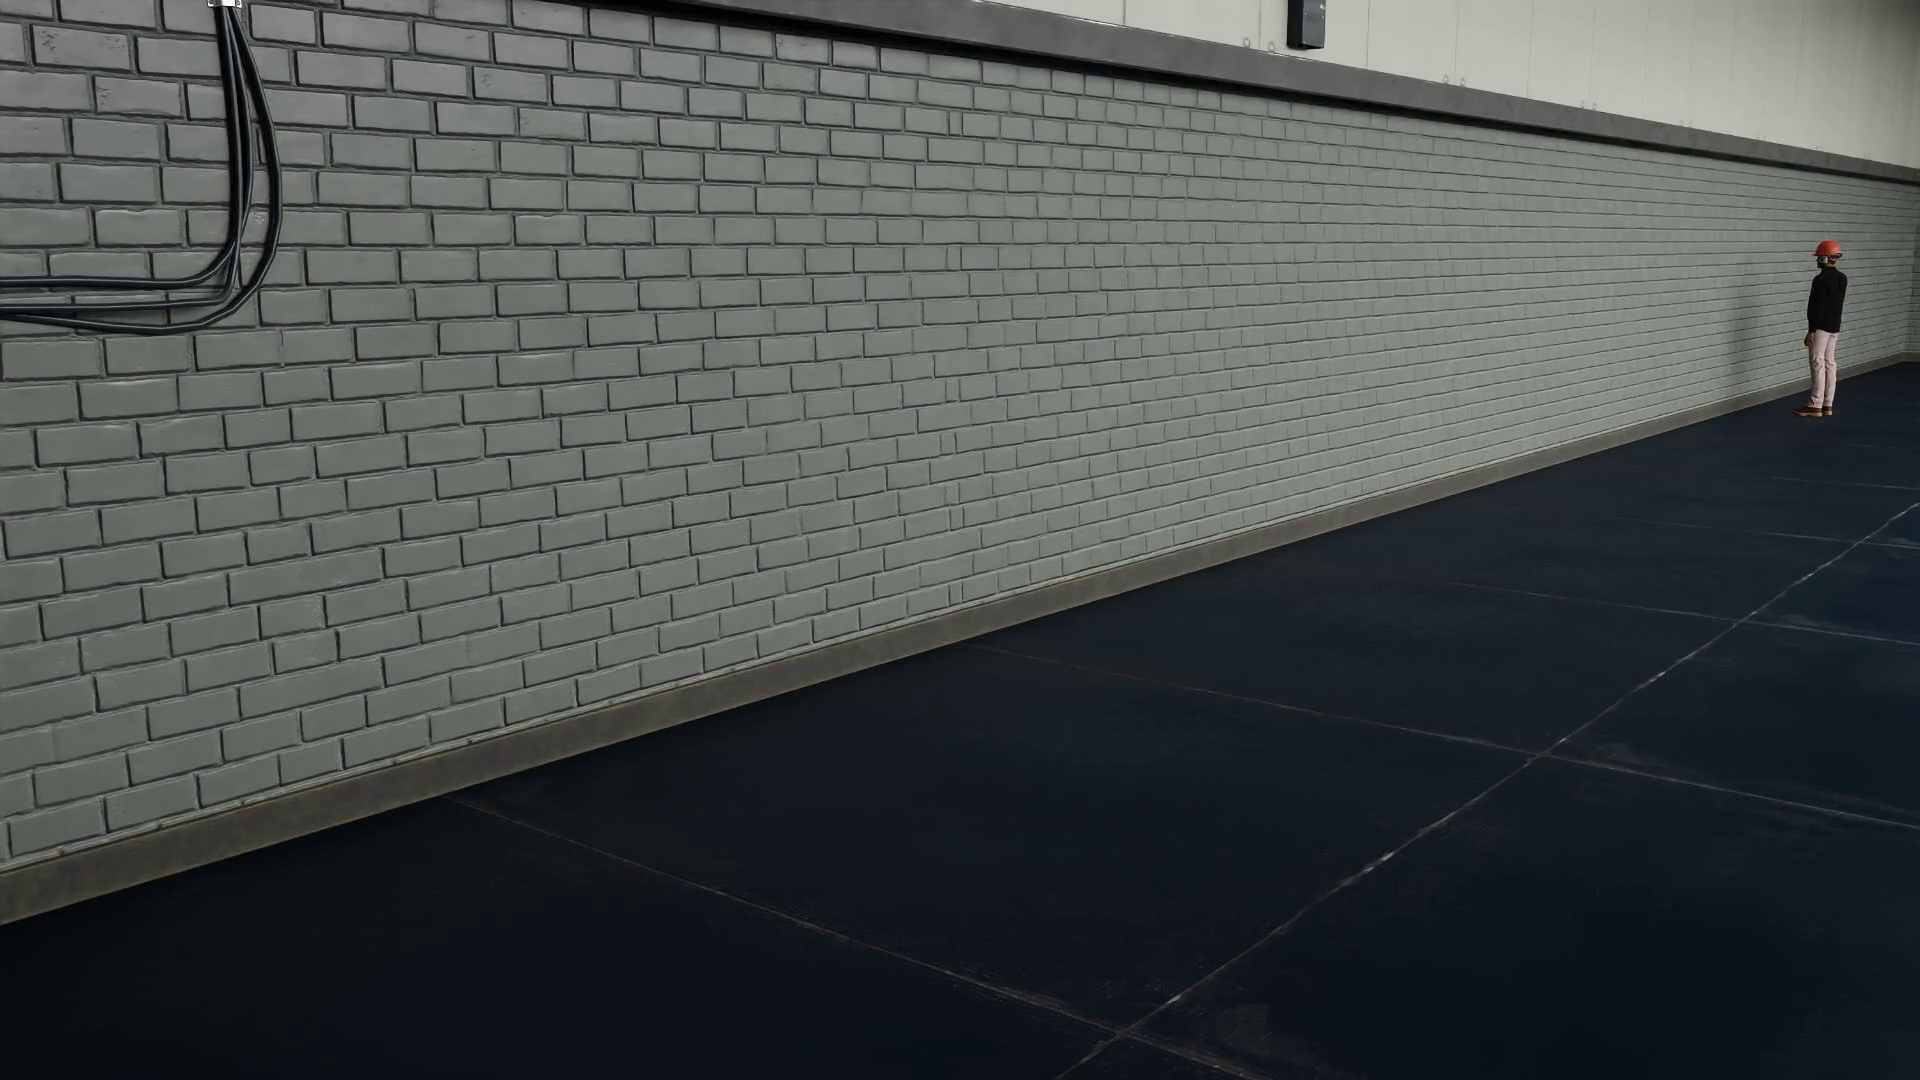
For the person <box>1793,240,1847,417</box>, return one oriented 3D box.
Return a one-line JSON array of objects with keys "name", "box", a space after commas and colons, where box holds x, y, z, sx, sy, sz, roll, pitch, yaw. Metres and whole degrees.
[{"name": "person", "box": [9.871, -2.418, 19.037, 0.622, 1.993, 0.382, -8, 13, -37]}]
